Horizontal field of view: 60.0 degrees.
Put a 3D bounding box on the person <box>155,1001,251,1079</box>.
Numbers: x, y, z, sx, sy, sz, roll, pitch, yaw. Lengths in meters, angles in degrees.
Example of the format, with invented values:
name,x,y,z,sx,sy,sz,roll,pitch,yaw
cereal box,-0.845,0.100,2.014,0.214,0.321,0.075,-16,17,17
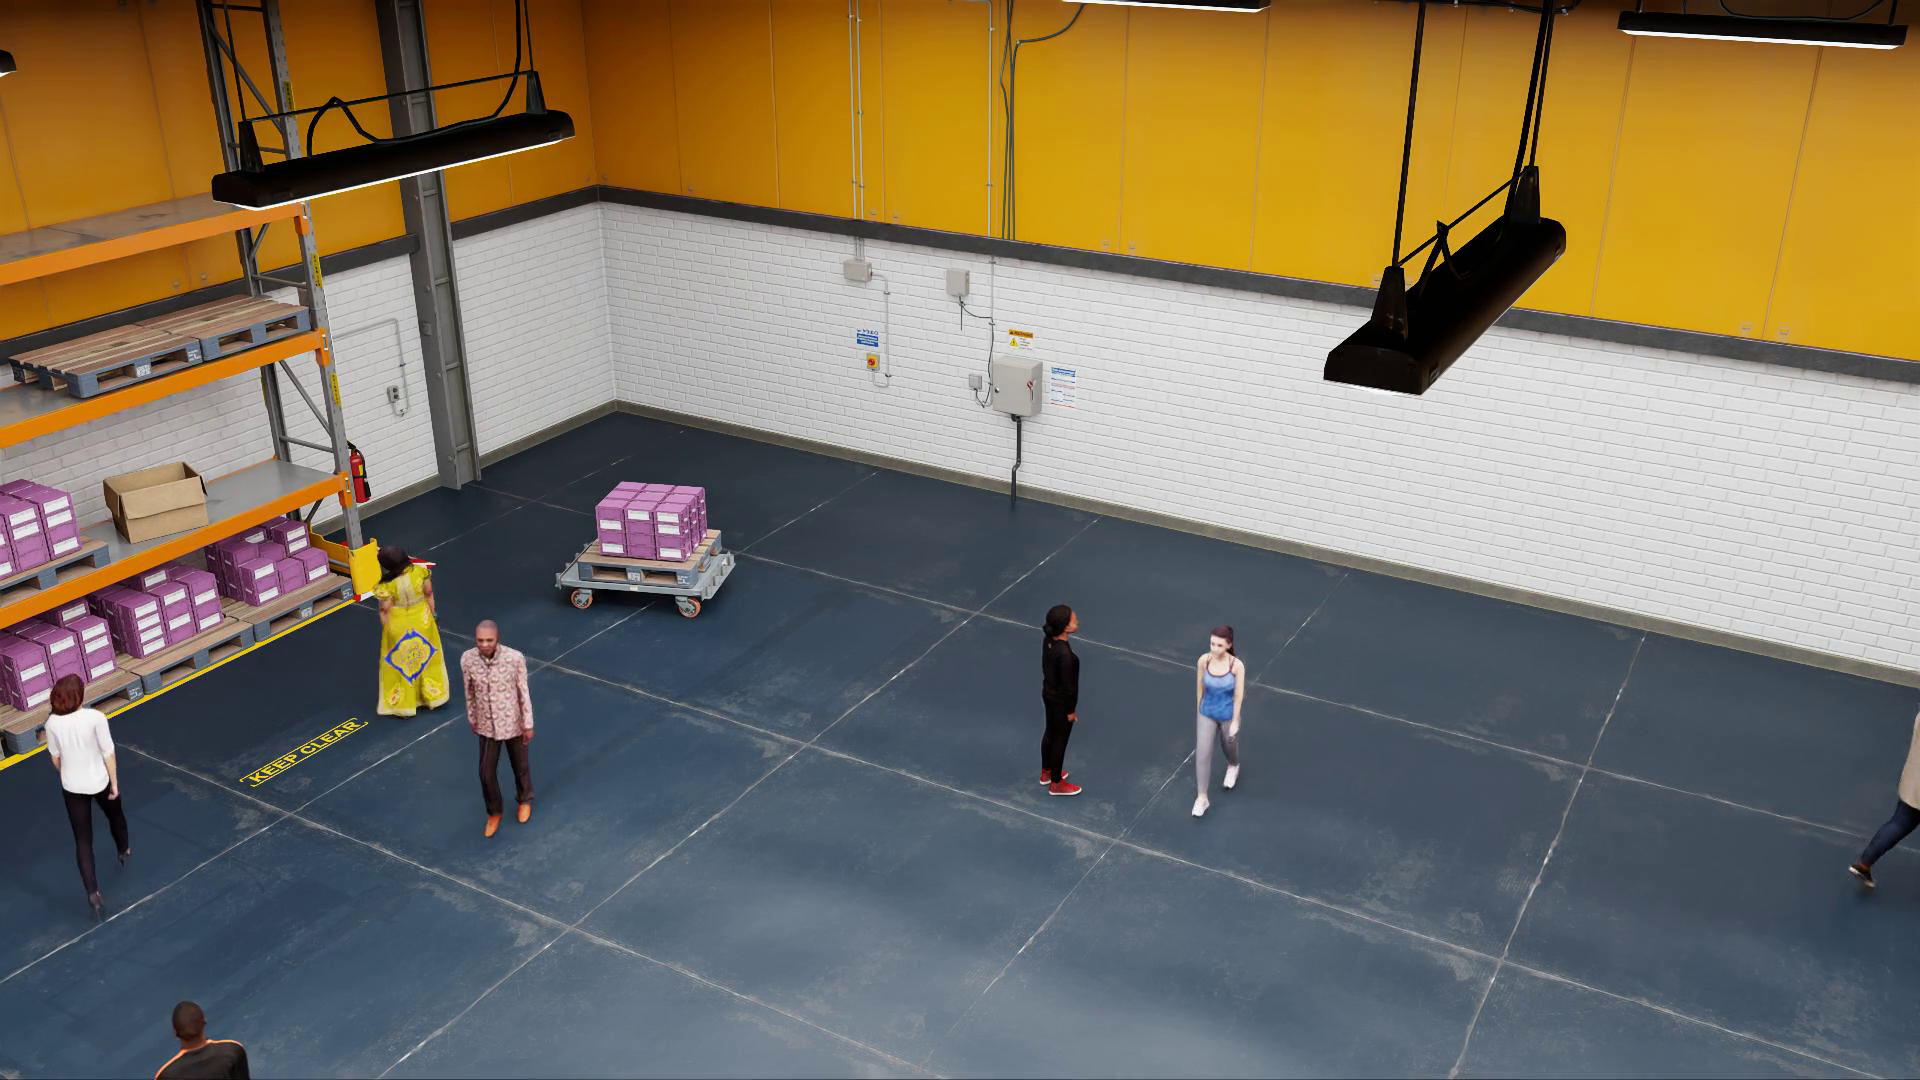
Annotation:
name,x,y,z,sx,sy,sz,roll,pitch,yaw
person,-3.974,3.227,8.904,0.613,1.807,0.752,-15,28,-31

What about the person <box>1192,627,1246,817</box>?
name,x,y,z,sx,sy,sz,roll,pitch,yaw
person,2.120,1.399,13.370,0.620,1.578,1.029,10,25,21

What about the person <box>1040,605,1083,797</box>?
name,x,y,z,sx,sy,sz,roll,pitch,yaw
person,0.804,1.286,13.508,0.720,1.675,0.679,-8,25,-19

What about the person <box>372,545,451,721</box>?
name,x,y,z,sx,sy,sz,roll,pitch,yaw
person,-4.869,0.771,14.724,0.936,1.645,1.051,-9,25,-20

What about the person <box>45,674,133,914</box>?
name,x,y,z,sx,sy,sz,roll,pitch,yaw
person,-6.353,1.869,12.078,1.109,1.751,1.118,-8,25,-18

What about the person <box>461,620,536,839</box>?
name,x,y,z,sx,sy,sz,roll,pitch,yaw
person,-3.590,1.396,13.112,0.882,1.790,0.941,-2,24,-6

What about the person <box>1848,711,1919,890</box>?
name,x,y,z,sx,sy,sz,roll,pitch,yaw
person,7.024,1.788,12.131,1.213,1.859,1.137,-7,25,-16
